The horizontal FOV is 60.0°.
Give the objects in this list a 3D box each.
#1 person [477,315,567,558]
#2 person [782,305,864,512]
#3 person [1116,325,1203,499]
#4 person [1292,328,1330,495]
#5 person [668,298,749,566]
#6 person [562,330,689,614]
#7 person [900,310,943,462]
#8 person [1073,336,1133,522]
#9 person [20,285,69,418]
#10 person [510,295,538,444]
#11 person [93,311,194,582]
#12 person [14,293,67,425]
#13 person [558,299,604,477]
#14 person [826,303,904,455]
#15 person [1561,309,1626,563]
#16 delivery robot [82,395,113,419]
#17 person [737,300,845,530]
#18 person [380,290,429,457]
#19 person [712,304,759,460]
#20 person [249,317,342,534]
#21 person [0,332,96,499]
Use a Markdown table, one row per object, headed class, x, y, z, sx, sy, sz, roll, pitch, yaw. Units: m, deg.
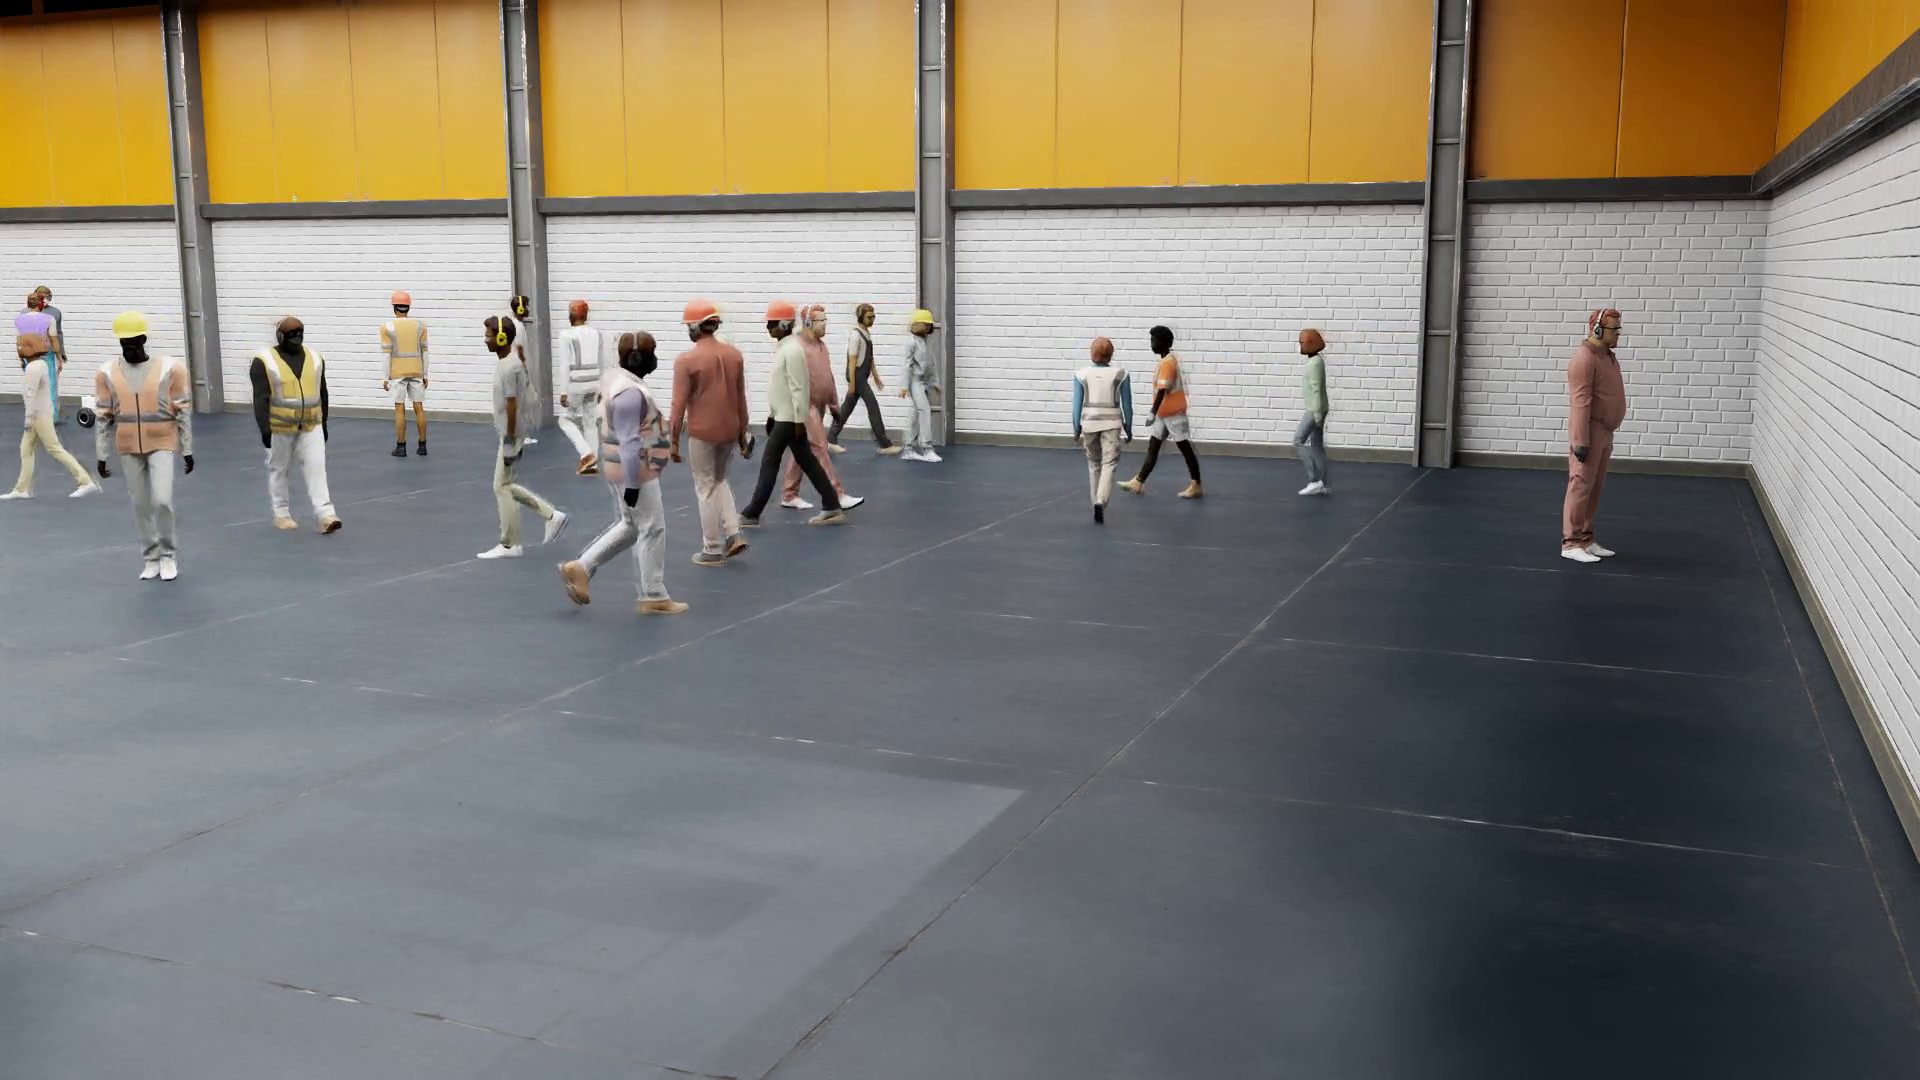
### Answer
| class | x | y | z | sx | sy | sz | roll | pitch | yaw |
| --- | --- | --- | --- | --- | --- | --- | --- | --- | --- |
| person | -3.371 | -0.775 | 12.629 | 0.584 | 1.856 | 0.514 | -3 | 10 | -16 |
| person | -1.244 | -1.173 | 14.990 | 0.965 | 1.861 | 0.673 | 3 | 10 | 18 |
| person | 1.932 | -1.212 | 15.841 | 0.871 | 1.636 | 0.554 | 0 | 9 | 2 |
| person | 3.394 | -1.223 | 16.017 | 0.396 | 1.617 | 0.516 | 3 | 10 | 16 |
| person | -1.863 | -0.783 | 12.280 | 0.429 | 1.979 | 0.646 | 8 | 13 | 41 |
| person | -2.146 | -0.420 | 10.566 | 0.718 | 1.825 | 0.634 | -2 | 10 | -15 |
| person | -0.382 | -1.740 | 18.857 | 0.738 | 1.715 | 0.525 | 5 | 11 | 29 |
| person | 1.235 | -0.971 | 14.546 | 0.517 | 1.615 | 0.799 | 3 | 10 | 16 |
| person | -13.235 | -2.708 | 24.078 | 0.370 | 1.934 | 0.627 | 4 | 10 | 24 |
| person | -5.437 | -2.112 | 20.692 | 0.385 | 1.855 | 0.565 | -3 | 10 | -20 |
| person | -5.734 | -0.646 | 11.663 | 0.610 | 1.903 | 0.584 | -2 | 10 | -10 |
| person | -12.763 | -2.497 | 23.060 | 0.569 | 1.844 | 0.378 | 0 | 9 | -2 |
| person | -3.986 | -1.583 | 17.452 | 0.411 | 1.867 | 0.611 | 7 | 12 | 36 |
| person | -1.183 | -1.879 | 19.513 | 0.987 | 1.789 | 0.500 | 1 | 9 | 3 |
| person | 4.790 | -0.784 | 12.531 | 0.402 | 1.902 | 0.640 | 7 | 12 | 36 |
| delivery robot | -11.687 | -1.870 | 22.880 | 0.707 | 0.478 | 0.477 | 2 | 10 | 11 |
| person | -1.463 | -1.056 | 14.062 | 1.051 | 1.940 | 0.639 | -2 | 10 | -9 |
| person | -6.466 | -1.935 | 19.380 | 0.544 | 1.939 | 0.354 | -7 | 12 | -36 |
| person | -2.641 | -1.715 | 18.418 | 0.660 | 1.814 | 0.605 | -5 | 11 | -29 |
| person | -5.486 | -0.935 | 13.750 | 0.654 | 1.790 | 0.945 | -9 | 13 | -42 |
| person | -8.723 | -1.180 | 15.839 | 0.832 | 1.597 | 0.510 | -4 | 10 | -21 |
